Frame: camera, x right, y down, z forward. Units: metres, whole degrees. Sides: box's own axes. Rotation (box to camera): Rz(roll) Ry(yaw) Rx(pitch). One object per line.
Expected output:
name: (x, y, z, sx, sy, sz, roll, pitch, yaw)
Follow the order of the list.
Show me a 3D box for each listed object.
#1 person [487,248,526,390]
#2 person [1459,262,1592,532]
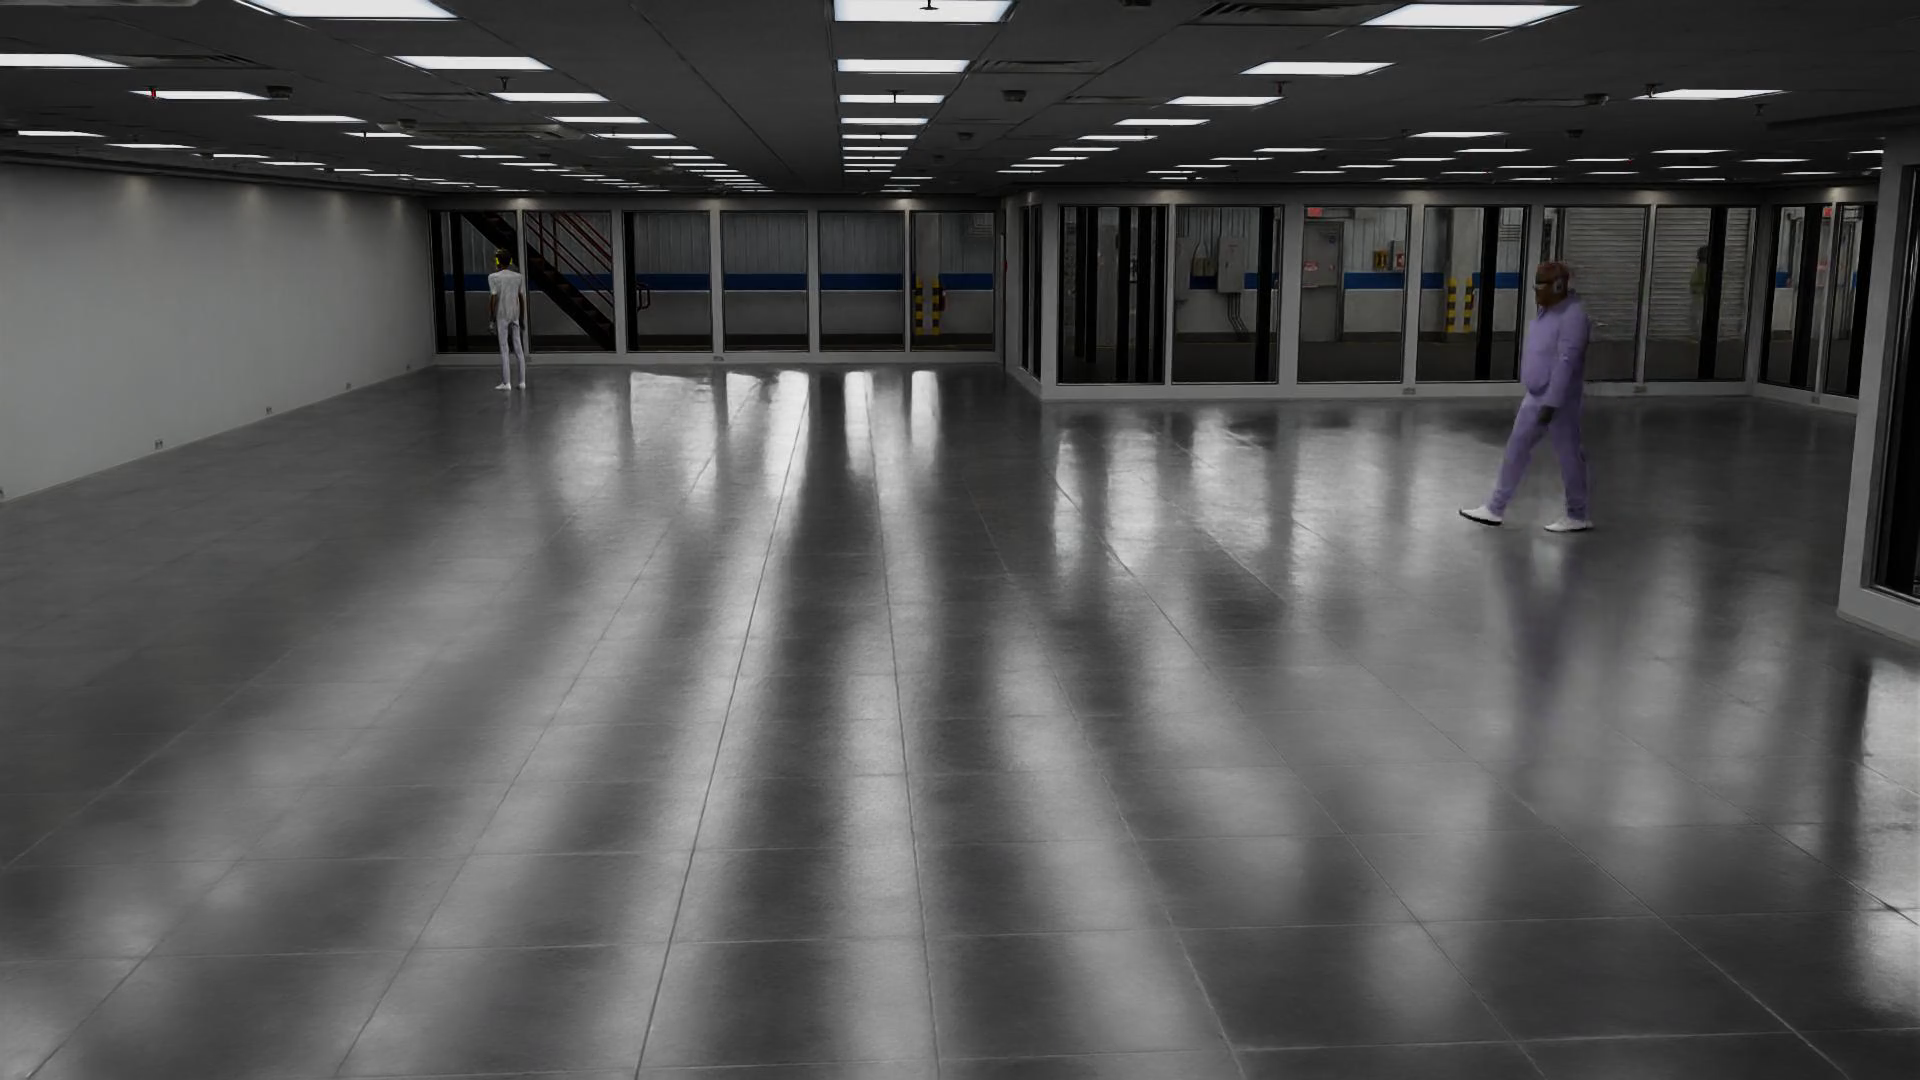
person: (-6.000, -2.911, 21.990, 0.515, 1.872, 0.333, -9, 14, -41)
person: (3.984, -0.971, 11.536, 0.925, 1.870, 0.647, -2, 11, -9)
